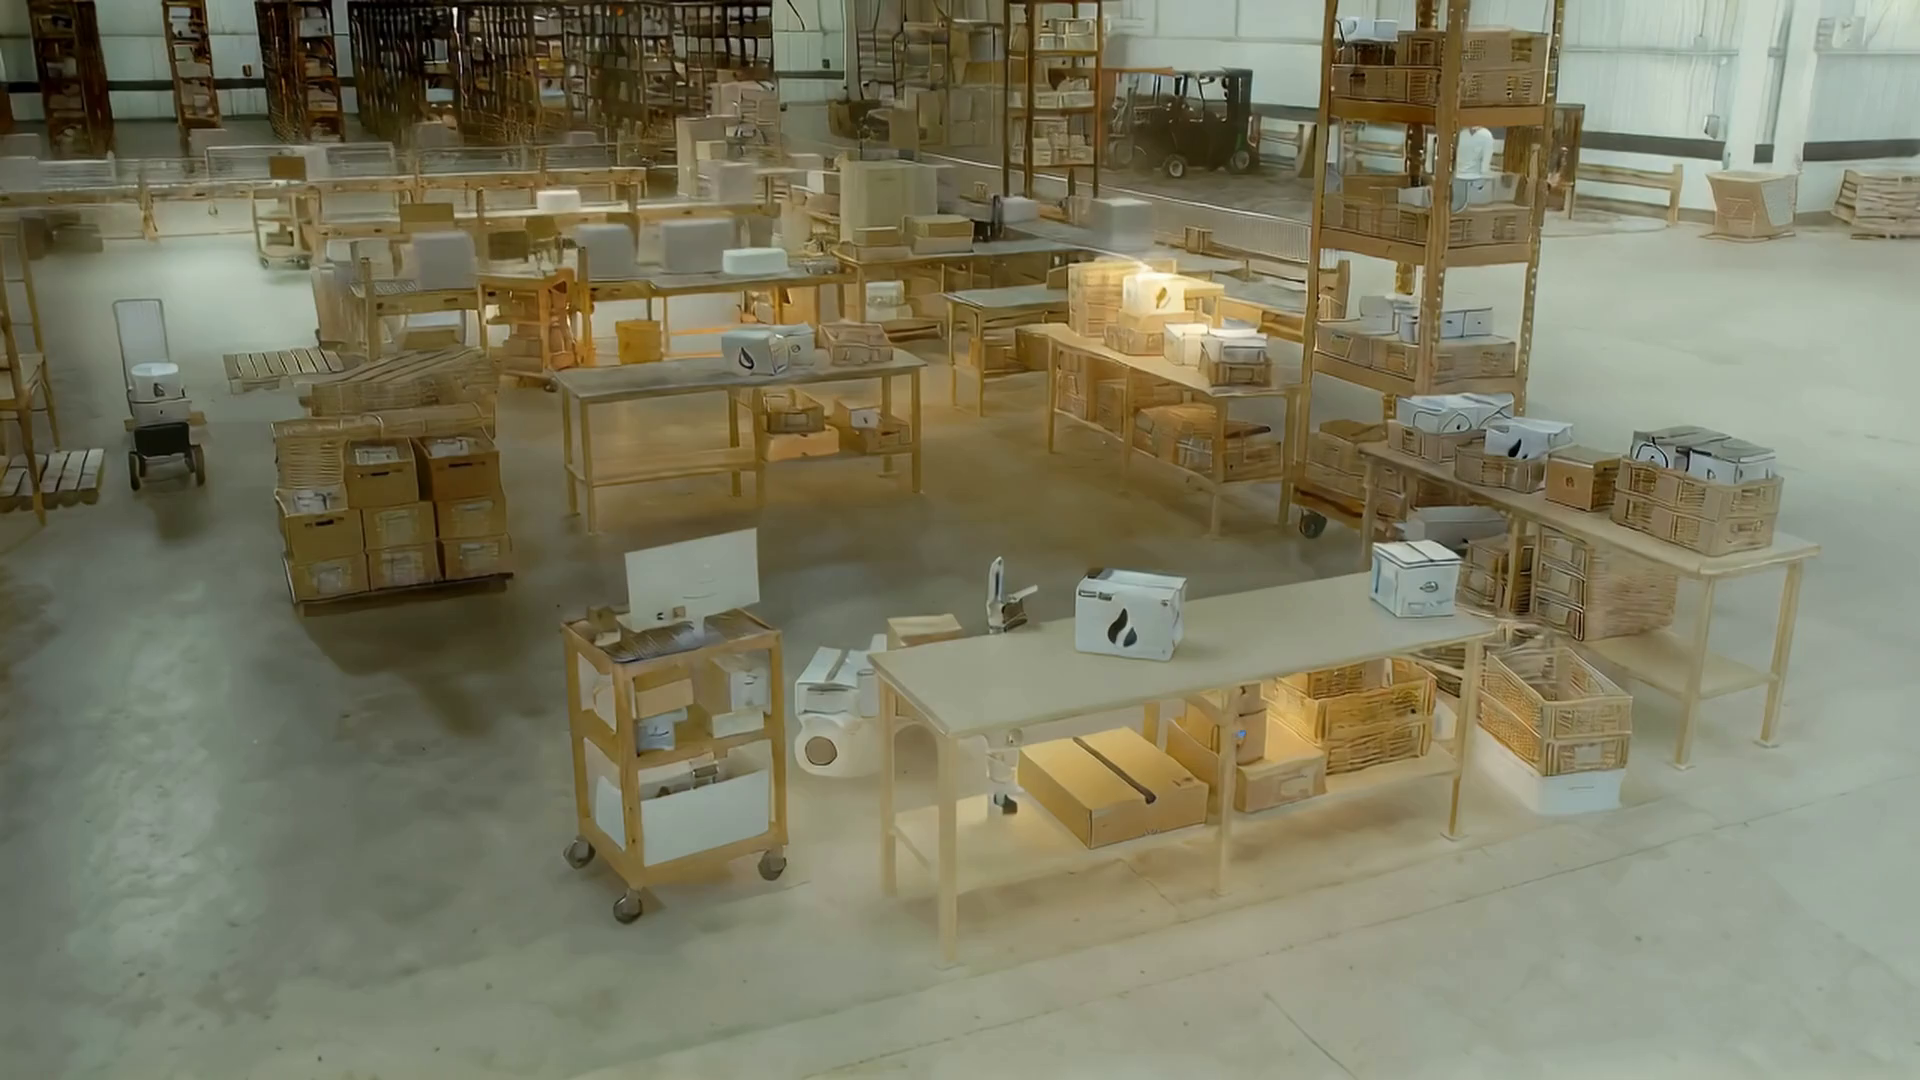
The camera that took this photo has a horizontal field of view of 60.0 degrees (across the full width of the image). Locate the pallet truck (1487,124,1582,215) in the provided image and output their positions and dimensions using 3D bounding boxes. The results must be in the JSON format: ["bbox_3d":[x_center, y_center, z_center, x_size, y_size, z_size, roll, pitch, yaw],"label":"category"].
[{"bbox_3d":[9.707,-6.455,28.103,1.885,1.965,0.823,-7,19,-20],"label":"pallet truck"}]

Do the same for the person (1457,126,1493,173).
[{"bbox_3d":[8.018,-5.786,26.144,0.409,1.908,0.639,-7,19,-22],"label":"person"}]

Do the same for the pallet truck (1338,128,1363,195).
[{"bbox_3d":[7.845,-7.140,31.411,1.522,1.261,0.704,-9,20,-25],"label":"pallet truck"}]

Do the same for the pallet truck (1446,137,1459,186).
[{"bbox_3d":[9.184,-6.485,29.328,1.630,1.274,0.653,-8,19,-23],"label":"pallet truck"}]

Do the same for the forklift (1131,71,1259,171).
[{"bbox_3d":[4.998,-8.936,35.413,2.680,1.987,1.157,-9,20,-25],"label":"forklift"}]

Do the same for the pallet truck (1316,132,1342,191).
[{"bbox_3d":[7.723,-7.504,32.656,1.601,1.201,0.680,-8,19,-23],"label":"pallet truck"}]

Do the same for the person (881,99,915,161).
[{"bbox_3d":[-1.003,-6.270,27.544,0.707,1.993,0.382,4,18,12],"label":"person"}]

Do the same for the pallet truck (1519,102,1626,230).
[{"bbox_3d":[9.972,-6.037,26.785,1.885,1.965,0.823,-9,20,-25],"label":"pallet truck"}]

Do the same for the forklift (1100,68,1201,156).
[{"bbox_3d":[4.082,-9.564,37.410,2.680,1.987,1.157,-8,19,-23],"label":"forklift"}]
